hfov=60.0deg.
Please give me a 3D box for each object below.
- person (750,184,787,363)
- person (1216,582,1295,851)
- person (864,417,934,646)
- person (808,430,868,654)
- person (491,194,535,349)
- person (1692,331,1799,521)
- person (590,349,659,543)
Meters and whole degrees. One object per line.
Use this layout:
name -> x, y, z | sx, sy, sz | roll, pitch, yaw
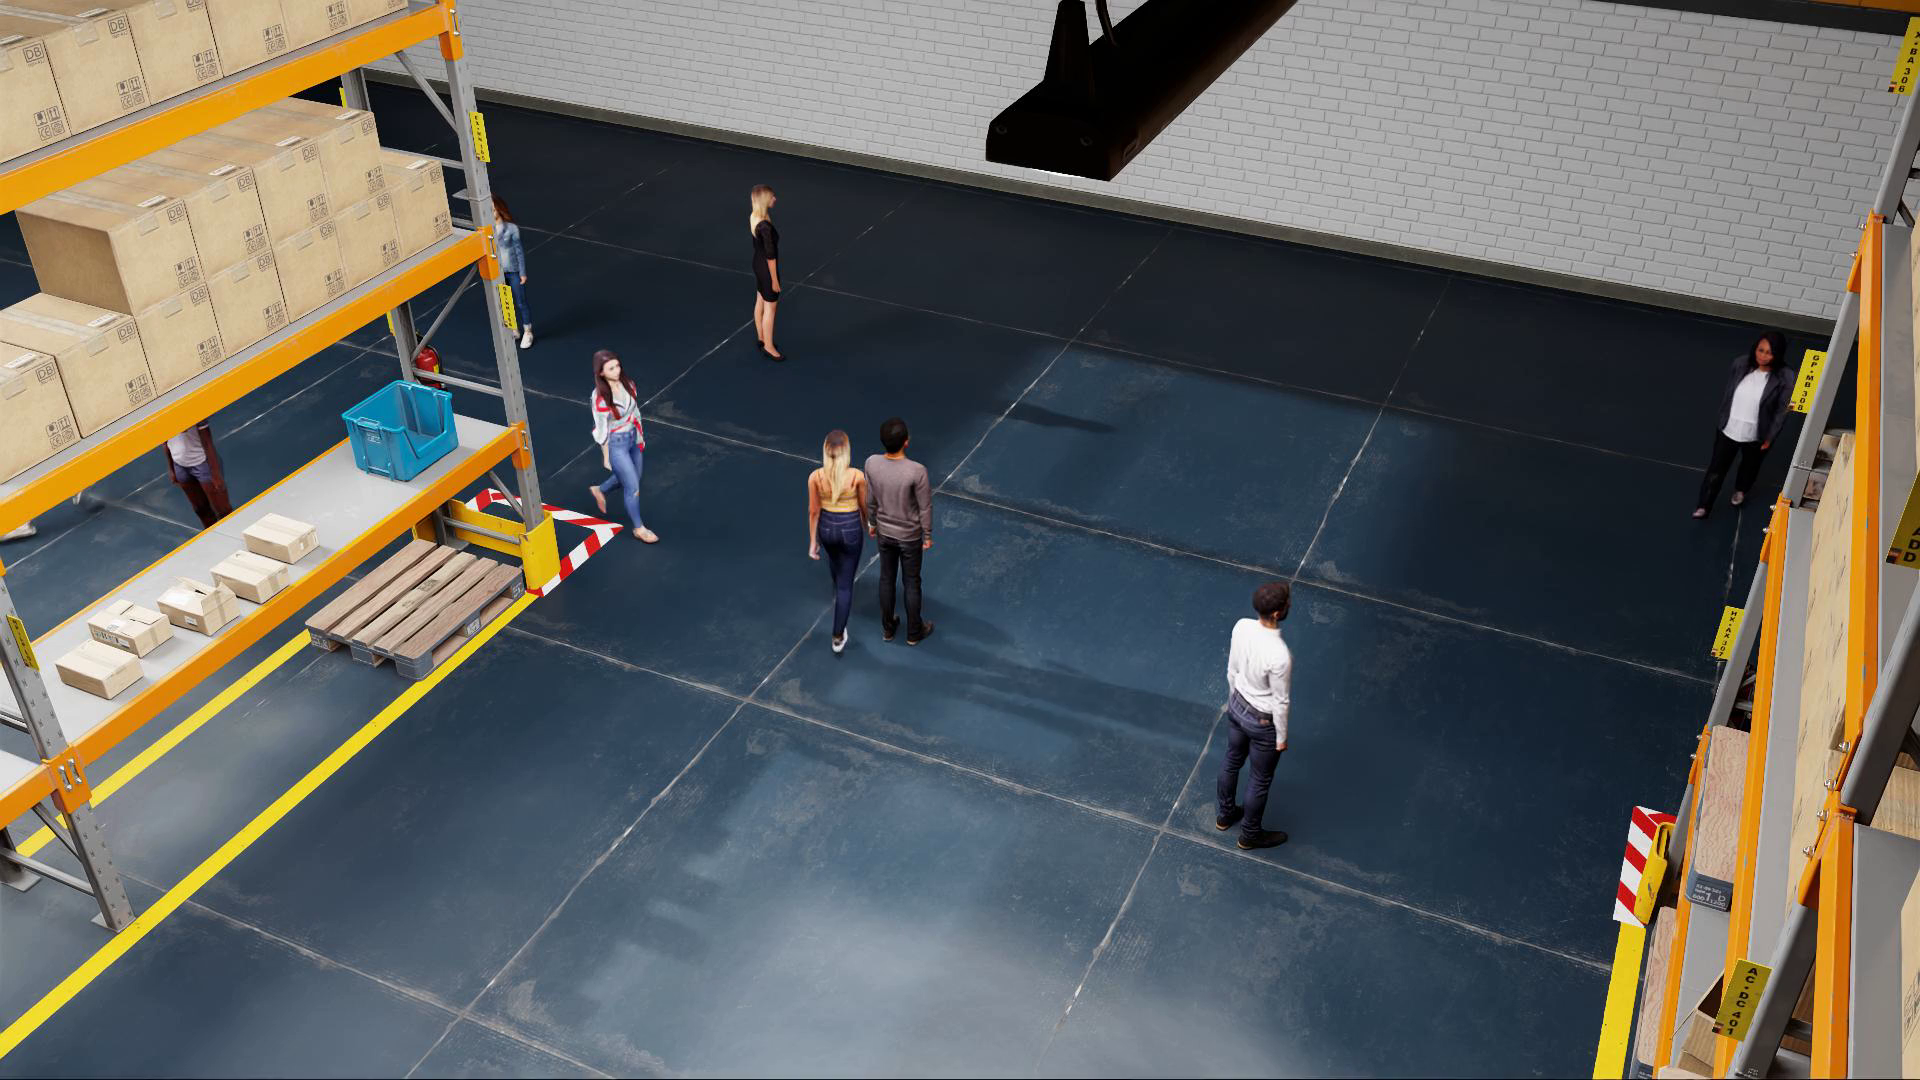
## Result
person -> -1.773, -2.446, 15.196 | 0.671, 1.675, 0.615 | -12, 35, -17
person -> 1.741, 1.024, 9.802 | 0.752, 1.868, 0.719 | -18, 37, -25
person -> -0.434, -0.054, 11.514 | 0.525, 1.768, 0.641 | 14, 36, 21
person -> -0.829, 0.042, 11.539 | 0.790, 1.581, 1.155 | 4, 34, 6
person -> -4.209, -2.518, 15.485 | 0.615, 1.476, 0.582 | 7, 34, 11
person -> 6.178, -0.891, 12.971 | 0.830, 1.549, 1.136 | 24, 40, 31
person -> -2.637, -0.741, 12.704 | 0.713, 1.594, 0.880 | 19, 38, 26
